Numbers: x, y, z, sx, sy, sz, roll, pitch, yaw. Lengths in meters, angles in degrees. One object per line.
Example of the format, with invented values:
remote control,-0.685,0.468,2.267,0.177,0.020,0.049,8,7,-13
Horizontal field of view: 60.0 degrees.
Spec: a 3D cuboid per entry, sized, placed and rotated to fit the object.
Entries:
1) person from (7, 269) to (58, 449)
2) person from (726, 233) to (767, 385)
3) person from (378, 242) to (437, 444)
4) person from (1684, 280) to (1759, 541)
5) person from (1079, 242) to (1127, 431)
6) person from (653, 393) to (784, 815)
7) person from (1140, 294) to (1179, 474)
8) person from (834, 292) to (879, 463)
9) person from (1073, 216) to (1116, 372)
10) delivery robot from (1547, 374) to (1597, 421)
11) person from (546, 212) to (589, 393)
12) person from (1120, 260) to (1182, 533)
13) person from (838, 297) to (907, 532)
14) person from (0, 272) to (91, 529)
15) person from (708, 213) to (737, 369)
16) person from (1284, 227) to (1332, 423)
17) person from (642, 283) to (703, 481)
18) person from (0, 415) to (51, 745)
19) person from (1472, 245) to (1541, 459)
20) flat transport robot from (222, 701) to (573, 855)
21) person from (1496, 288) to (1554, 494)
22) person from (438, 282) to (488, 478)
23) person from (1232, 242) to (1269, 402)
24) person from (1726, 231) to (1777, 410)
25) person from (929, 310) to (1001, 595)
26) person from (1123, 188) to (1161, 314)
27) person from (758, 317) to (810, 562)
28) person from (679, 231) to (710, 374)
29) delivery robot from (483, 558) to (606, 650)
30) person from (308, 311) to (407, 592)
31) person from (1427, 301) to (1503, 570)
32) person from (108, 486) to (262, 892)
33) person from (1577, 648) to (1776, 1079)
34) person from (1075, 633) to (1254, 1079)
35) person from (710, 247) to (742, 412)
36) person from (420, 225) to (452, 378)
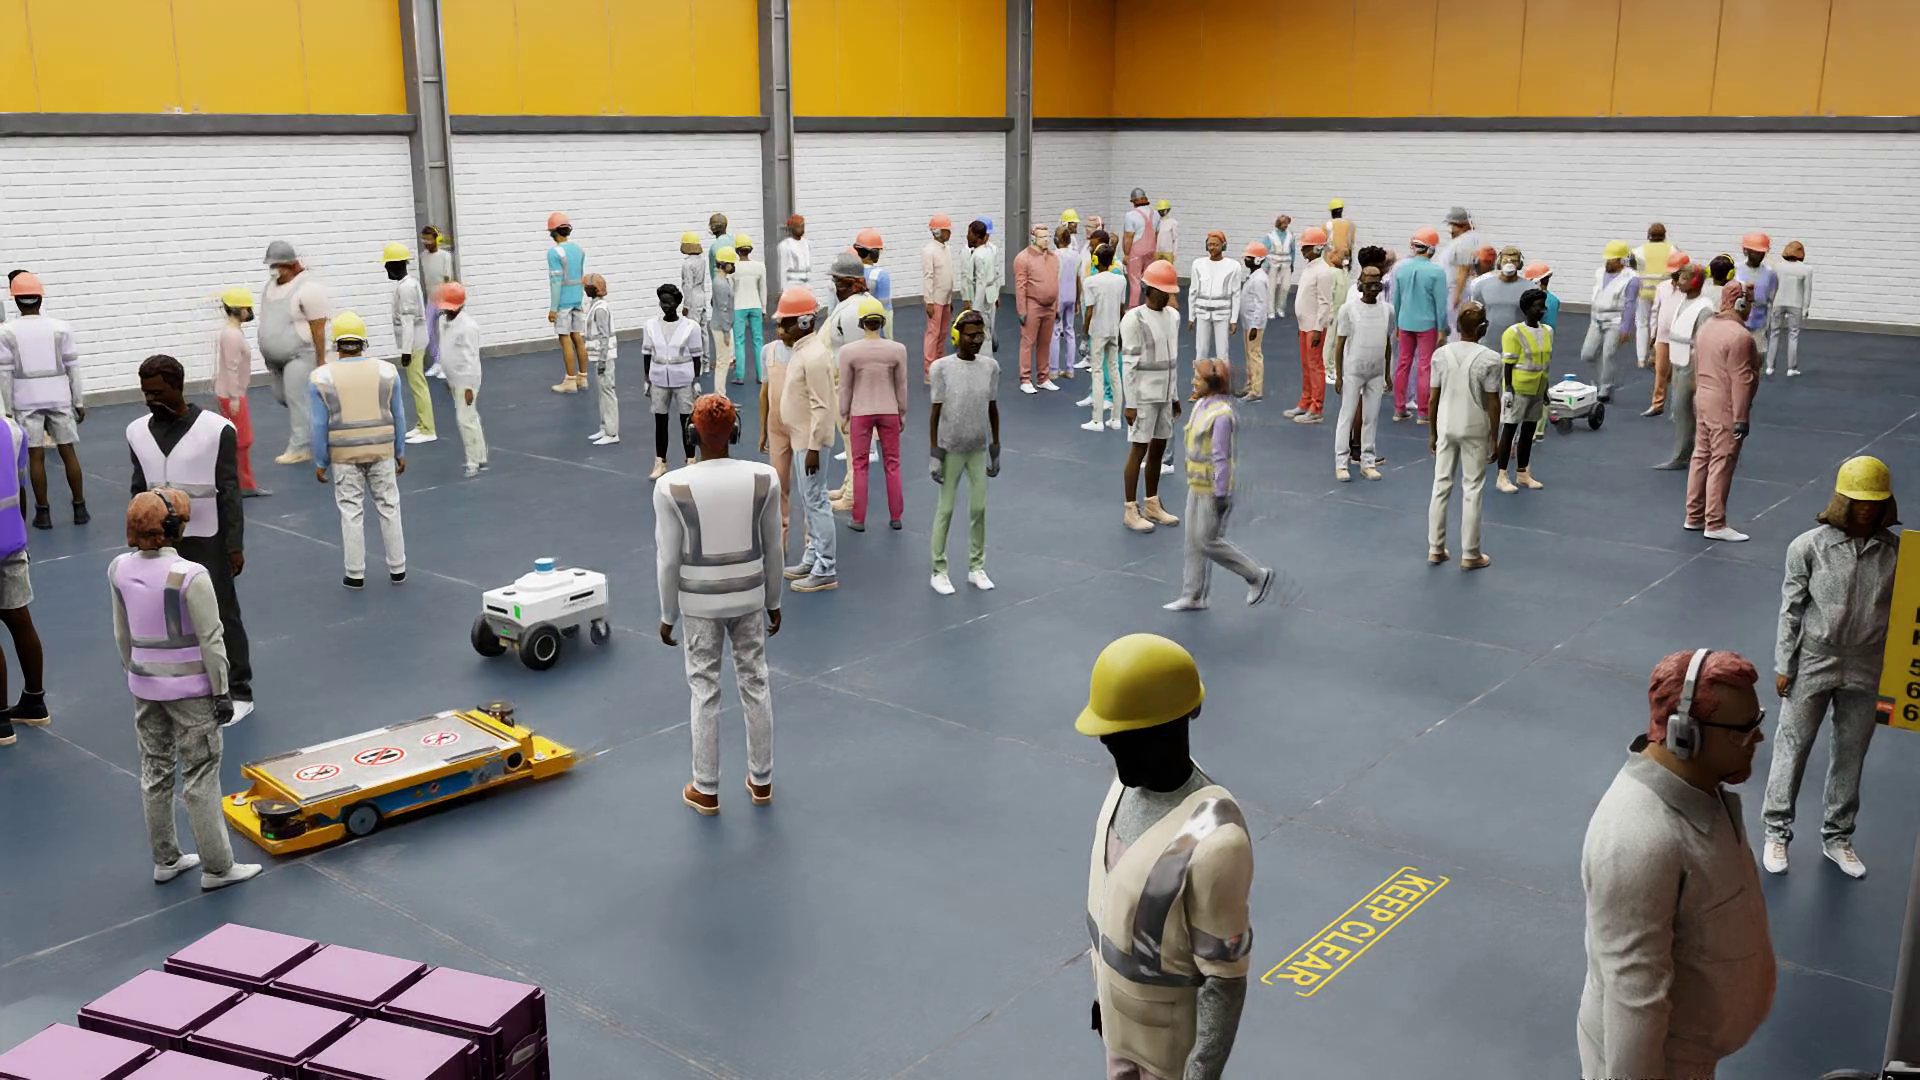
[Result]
person,-8.728,-1.707,15.716,0.320,1.686,0.539,-5,15,-19
person,-2.520,-2.705,19.535,0.525,1.772,0.309,-7,16,-25
person,-5.316,-1.891,15.996,0.404,1.918,0.581,-5,15,-20
person,5.646,-0.954,12.261,0.410,1.907,0.643,-1,14,-3
person,1.416,-2.018,16.582,0.519,1.873,0.335,-7,16,-27
person,-1.054,0.288,7.345,0.574,1.883,0.356,-6,15,-23
person,1.752,-1.394,14.570,0.279,1.633,0.506,-3,14,-10
person,-0.952,-1.616,15.019,0.327,1.853,0.526,-10,17,-34
person,1.645,-3.042,20.589,0.410,1.912,0.651,-6,15,-23
delivery robot,6.090,-1.413,16.641,0.477,0.478,0.707,12,18,40
person,-4.517,-2.701,18.973,0.388,2.036,0.615,5,15,19
person,1.468,-1.078,12.498,0.384,2.031,0.615,13,19,43
person,-0.654,-0.942,12.519,0.522,1.758,0.350,-3,14,-12
person,-6.949,-1.052,12.594,0.551,1.932,0.378,-10,17,-34
person,-2.967,-3.105,20.793,0.372,1.938,0.627,2,14,9
person,3.596,-2.200,17.061,0.386,1.993,0.609,-1,14,-5
person,-2.462,-1.346,14.250,0.531,1.697,0.320,1,14,4
person,-4.815,0.037,8.179,0.367,1.966,0.607,2,14,9
person,4.965,-1.716,15.239,0.631,1.940,0.372,6,15,22
flat transport robot,-2.561,1.049,7.572,1.431,0.197,0.652,-13,19,-43
person,4.706,-1.241,13.831,0.533,1.697,0.318,-8,16,-29
person,-4.310,-1.395,14.442,0.456,1.706,0.631,-11,18,-38
person,3.225,-2.409,18.371,0.318,1.756,0.561,0,14,0
person,8.280,-2.278,17.512,0.559,1.920,0.406,1,14,4
person,0.034,-0.573,10.842,0.522,1.860,0.319,-6,15,-22
person,2.843,-4.619,26.632,0.681,2.000,0.536,-10,17,-34
person,-1.157,-0.742,11.550,0.506,1.839,0.343,3,14,14
person,-3.267,-2.898,20.359,0.294,1.744,0.486,4,15,15
delivery robot,-2.387,0.349,9.601,0.477,0.478,0.707,10,17,35
person,-3.924,-0.574,10.886,0.587,1.835,0.404,-7,16,-28
person,3.456,-0.711,11.411,0.506,1.846,0.345,11,18,37
person,-3.104,0.599,6.594,0.517,1.641,0.308,5,15,20
person,1.611,1.170,3.792,0.402,1.903,0.649,8,16,29
person,0.446,1.135,3.890,0.382,1.917,0.585,-4,15,-17
person,-2.487,-2.231,17.676,0.342,1.754,0.533,-2,14,-9
person,-6.280,-2.844,19.941,0.531,1.841,0.518,6,15,21
